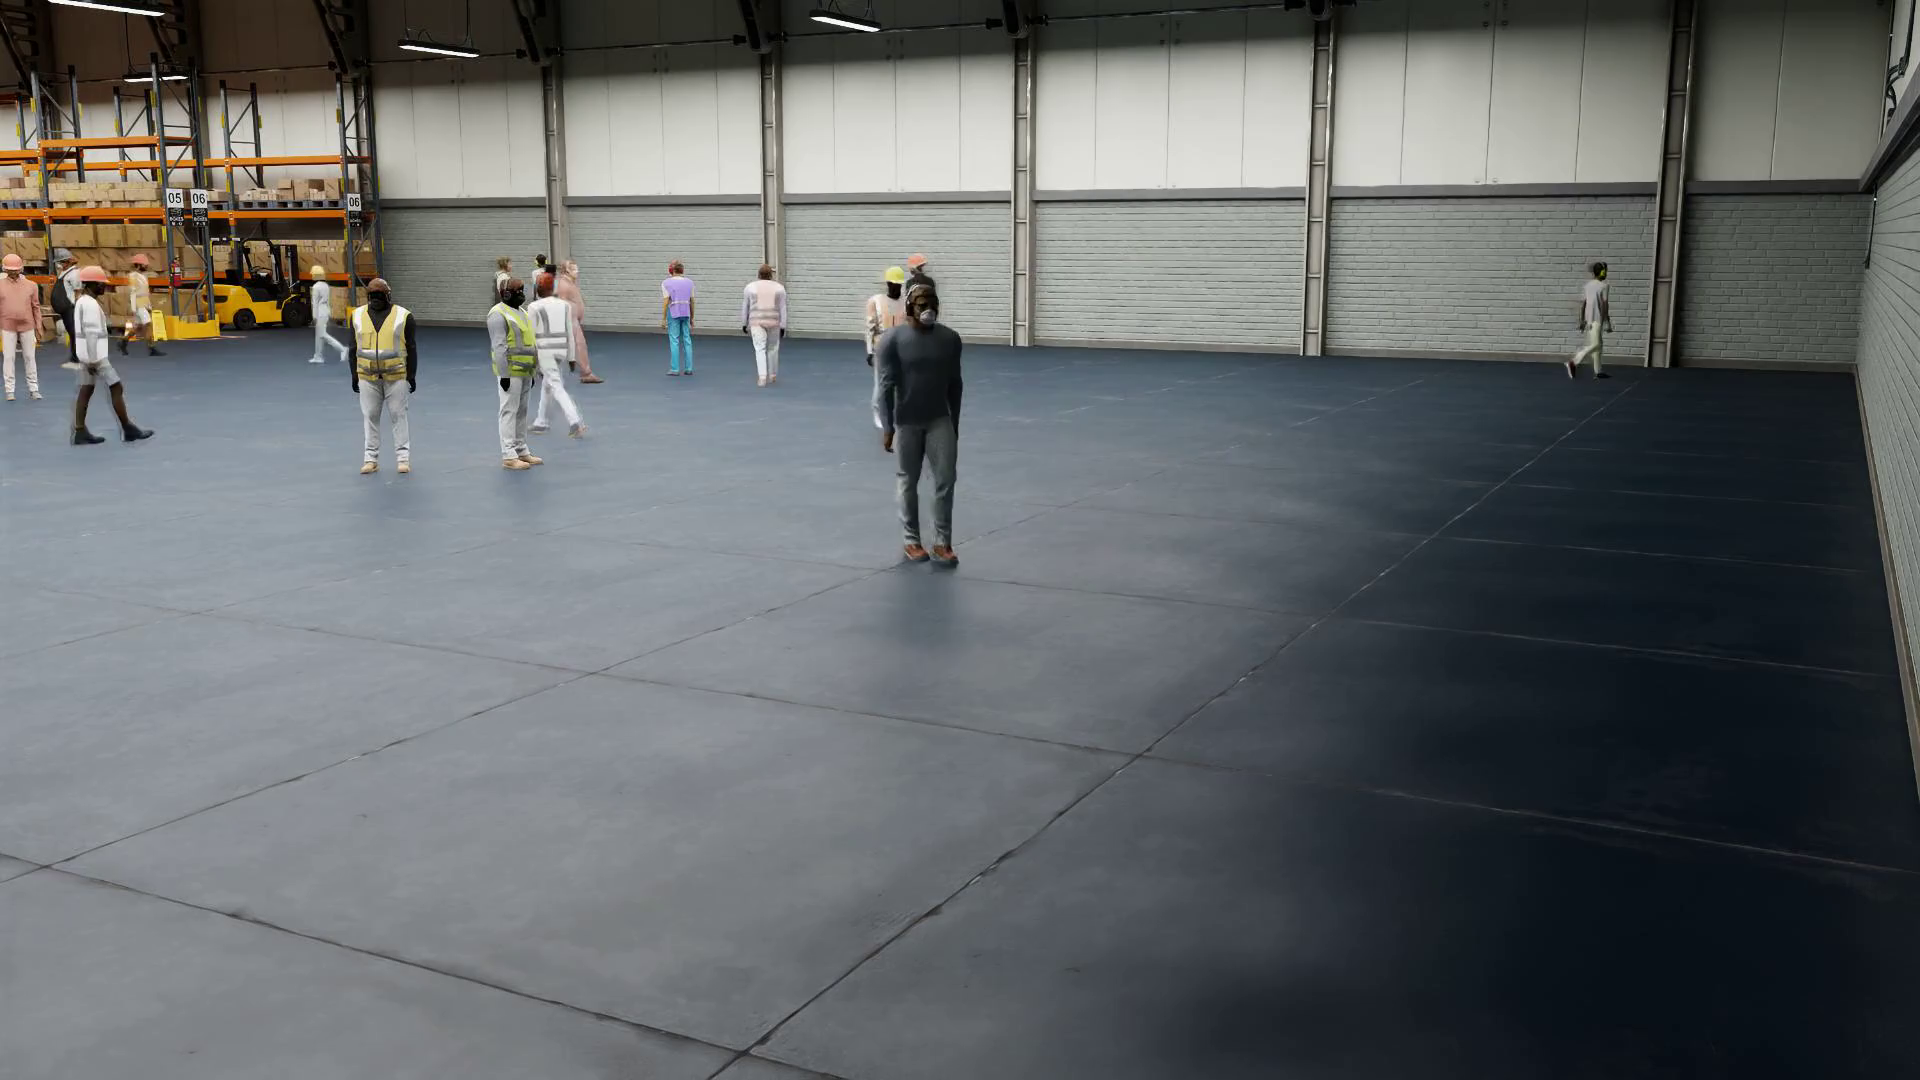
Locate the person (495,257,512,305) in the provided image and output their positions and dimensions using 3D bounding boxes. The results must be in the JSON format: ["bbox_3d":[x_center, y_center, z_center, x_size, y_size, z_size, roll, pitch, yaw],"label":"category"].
[{"bbox_3d":[-8.445,-4.360,31.089,0.516,1.829,0.548,-6,12,-31],"label":"person"}]

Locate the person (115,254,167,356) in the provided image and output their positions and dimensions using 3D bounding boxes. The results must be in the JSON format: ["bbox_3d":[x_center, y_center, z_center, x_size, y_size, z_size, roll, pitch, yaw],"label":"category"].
[{"bbox_3d":[-15.313,-4.362,30.922,0.895,1.910,0.556,-1,10,-4],"label":"person"}]

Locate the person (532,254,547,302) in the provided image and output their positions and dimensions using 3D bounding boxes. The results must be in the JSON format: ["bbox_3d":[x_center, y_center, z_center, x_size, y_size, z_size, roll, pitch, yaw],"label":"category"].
[{"bbox_3d":[-8.399,-4.825,33.542,0.518,1.865,0.326,-10,14,-43],"label":"person"}]

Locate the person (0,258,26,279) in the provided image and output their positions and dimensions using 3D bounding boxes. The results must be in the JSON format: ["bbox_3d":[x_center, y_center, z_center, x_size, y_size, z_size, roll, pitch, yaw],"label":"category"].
[{"bbox_3d":[-18.117,-4.488,31.783,0.597,1.832,0.404,-7,13,-34],"label":"person"}]

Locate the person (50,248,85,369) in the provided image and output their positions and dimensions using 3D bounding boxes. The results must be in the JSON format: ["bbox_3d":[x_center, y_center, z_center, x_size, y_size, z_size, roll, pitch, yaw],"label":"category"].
[{"bbox_3d":[-14.946,-3.881,27.907,0.536,2.000,0.682,-9,14,-41],"label":"person"}]

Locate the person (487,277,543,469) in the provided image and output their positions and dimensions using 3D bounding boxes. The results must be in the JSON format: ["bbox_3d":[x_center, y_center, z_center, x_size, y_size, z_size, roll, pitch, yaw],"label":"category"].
[{"bbox_3d":[-4.290,-1.612,16.082,0.429,1.844,0.627,2,11,9],"label":"person"}]

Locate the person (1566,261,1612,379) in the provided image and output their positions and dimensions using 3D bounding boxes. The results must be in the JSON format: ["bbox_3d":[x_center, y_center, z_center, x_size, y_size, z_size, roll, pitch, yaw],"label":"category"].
[{"bbox_3d":[9.863,-3.416,25.934,0.824,1.843,0.523,-3,11,-15],"label":"person"}]

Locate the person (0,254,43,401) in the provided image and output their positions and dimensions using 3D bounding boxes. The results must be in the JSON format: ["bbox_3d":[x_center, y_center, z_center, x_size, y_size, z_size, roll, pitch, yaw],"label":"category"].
[{"bbox_3d":[-12.858,-2.898,22.698,0.611,1.985,0.393,-8,13,-36],"label":"person"}]

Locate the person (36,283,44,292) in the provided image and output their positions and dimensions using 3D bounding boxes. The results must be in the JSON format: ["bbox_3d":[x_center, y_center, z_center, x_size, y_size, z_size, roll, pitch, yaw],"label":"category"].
[{"bbox_3d":[-23.990,-6.574,42.700,0.934,2.002,0.630,3,11,18],"label":"person"}]

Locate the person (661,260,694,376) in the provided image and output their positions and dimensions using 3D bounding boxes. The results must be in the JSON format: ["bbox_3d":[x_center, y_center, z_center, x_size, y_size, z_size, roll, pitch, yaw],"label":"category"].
[{"bbox_3d":[-4.500,-3.547,26.615,0.570,1.843,0.373,-8,13,-38],"label":"person"}]

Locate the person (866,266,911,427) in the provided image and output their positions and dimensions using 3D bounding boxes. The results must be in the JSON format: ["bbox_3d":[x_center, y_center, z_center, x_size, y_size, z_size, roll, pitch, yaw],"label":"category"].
[{"bbox_3d":[-0.791,-2.204,19.160,0.602,1.897,0.885,-2,11,-9],"label":"person"}]

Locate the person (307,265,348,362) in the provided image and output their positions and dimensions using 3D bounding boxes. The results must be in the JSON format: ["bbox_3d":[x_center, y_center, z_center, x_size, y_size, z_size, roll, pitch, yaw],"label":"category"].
[{"bbox_3d":[-11.186,-3.972,29.286,0.736,1.717,0.495,1,10,4],"label":"person"}]

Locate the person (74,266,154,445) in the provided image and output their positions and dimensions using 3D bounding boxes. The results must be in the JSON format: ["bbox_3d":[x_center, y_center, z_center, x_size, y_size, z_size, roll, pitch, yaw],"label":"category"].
[{"bbox_3d":[-9.212,-1.993,17.961,0.883,1.901,0.559,-8,13,-38],"label":"person"}]

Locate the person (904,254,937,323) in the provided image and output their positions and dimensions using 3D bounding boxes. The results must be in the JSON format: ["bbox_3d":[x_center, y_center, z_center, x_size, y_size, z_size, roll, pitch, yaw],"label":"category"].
[{"bbox_3d":[-0.700,-3.400,25.552,0.924,1.947,0.642,8,13,37],"label":"person"}]

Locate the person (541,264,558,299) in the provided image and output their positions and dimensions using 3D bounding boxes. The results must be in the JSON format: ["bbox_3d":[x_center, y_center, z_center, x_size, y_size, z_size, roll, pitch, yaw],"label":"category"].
[{"bbox_3d":[-8.018,-4.554,32.554,0.560,1.678,0.352,7,12,33],"label":"person"}]

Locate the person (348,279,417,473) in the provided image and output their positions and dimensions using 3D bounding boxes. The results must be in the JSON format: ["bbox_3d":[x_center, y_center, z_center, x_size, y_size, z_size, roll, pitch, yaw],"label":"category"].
[{"bbox_3d":[-5.451,-1.543,15.718,0.621,1.838,0.429,-2,11,-8],"label":"person"}]

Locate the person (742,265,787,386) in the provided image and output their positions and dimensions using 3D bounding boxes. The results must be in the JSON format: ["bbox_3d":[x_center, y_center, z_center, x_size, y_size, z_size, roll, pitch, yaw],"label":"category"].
[{"bbox_3d":[-2.954,-3.240,25.106,0.642,1.788,0.976,-2,11,-12],"label":"person"}]

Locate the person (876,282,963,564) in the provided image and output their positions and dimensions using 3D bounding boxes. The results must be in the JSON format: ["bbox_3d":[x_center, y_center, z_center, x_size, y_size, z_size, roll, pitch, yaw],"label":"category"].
[{"bbox_3d":[-0.235,-0.772,11.270,0.655,1.915,0.717,-4,11,-21],"label":"person"}]

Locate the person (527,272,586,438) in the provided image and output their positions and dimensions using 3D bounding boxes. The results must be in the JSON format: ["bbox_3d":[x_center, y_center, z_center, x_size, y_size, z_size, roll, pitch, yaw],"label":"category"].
[{"bbox_3d":[-4.538,-2.057,18.540,1.014,1.839,0.586,7,13,35],"label":"person"}]

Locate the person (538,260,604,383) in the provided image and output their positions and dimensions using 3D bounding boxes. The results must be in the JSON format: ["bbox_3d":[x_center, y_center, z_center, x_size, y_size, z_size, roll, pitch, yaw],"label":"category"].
[{"bbox_3d":[-5.956,-3.303,25.230,0.970,1.869,0.649,-1,10,-5],"label":"person"}]
